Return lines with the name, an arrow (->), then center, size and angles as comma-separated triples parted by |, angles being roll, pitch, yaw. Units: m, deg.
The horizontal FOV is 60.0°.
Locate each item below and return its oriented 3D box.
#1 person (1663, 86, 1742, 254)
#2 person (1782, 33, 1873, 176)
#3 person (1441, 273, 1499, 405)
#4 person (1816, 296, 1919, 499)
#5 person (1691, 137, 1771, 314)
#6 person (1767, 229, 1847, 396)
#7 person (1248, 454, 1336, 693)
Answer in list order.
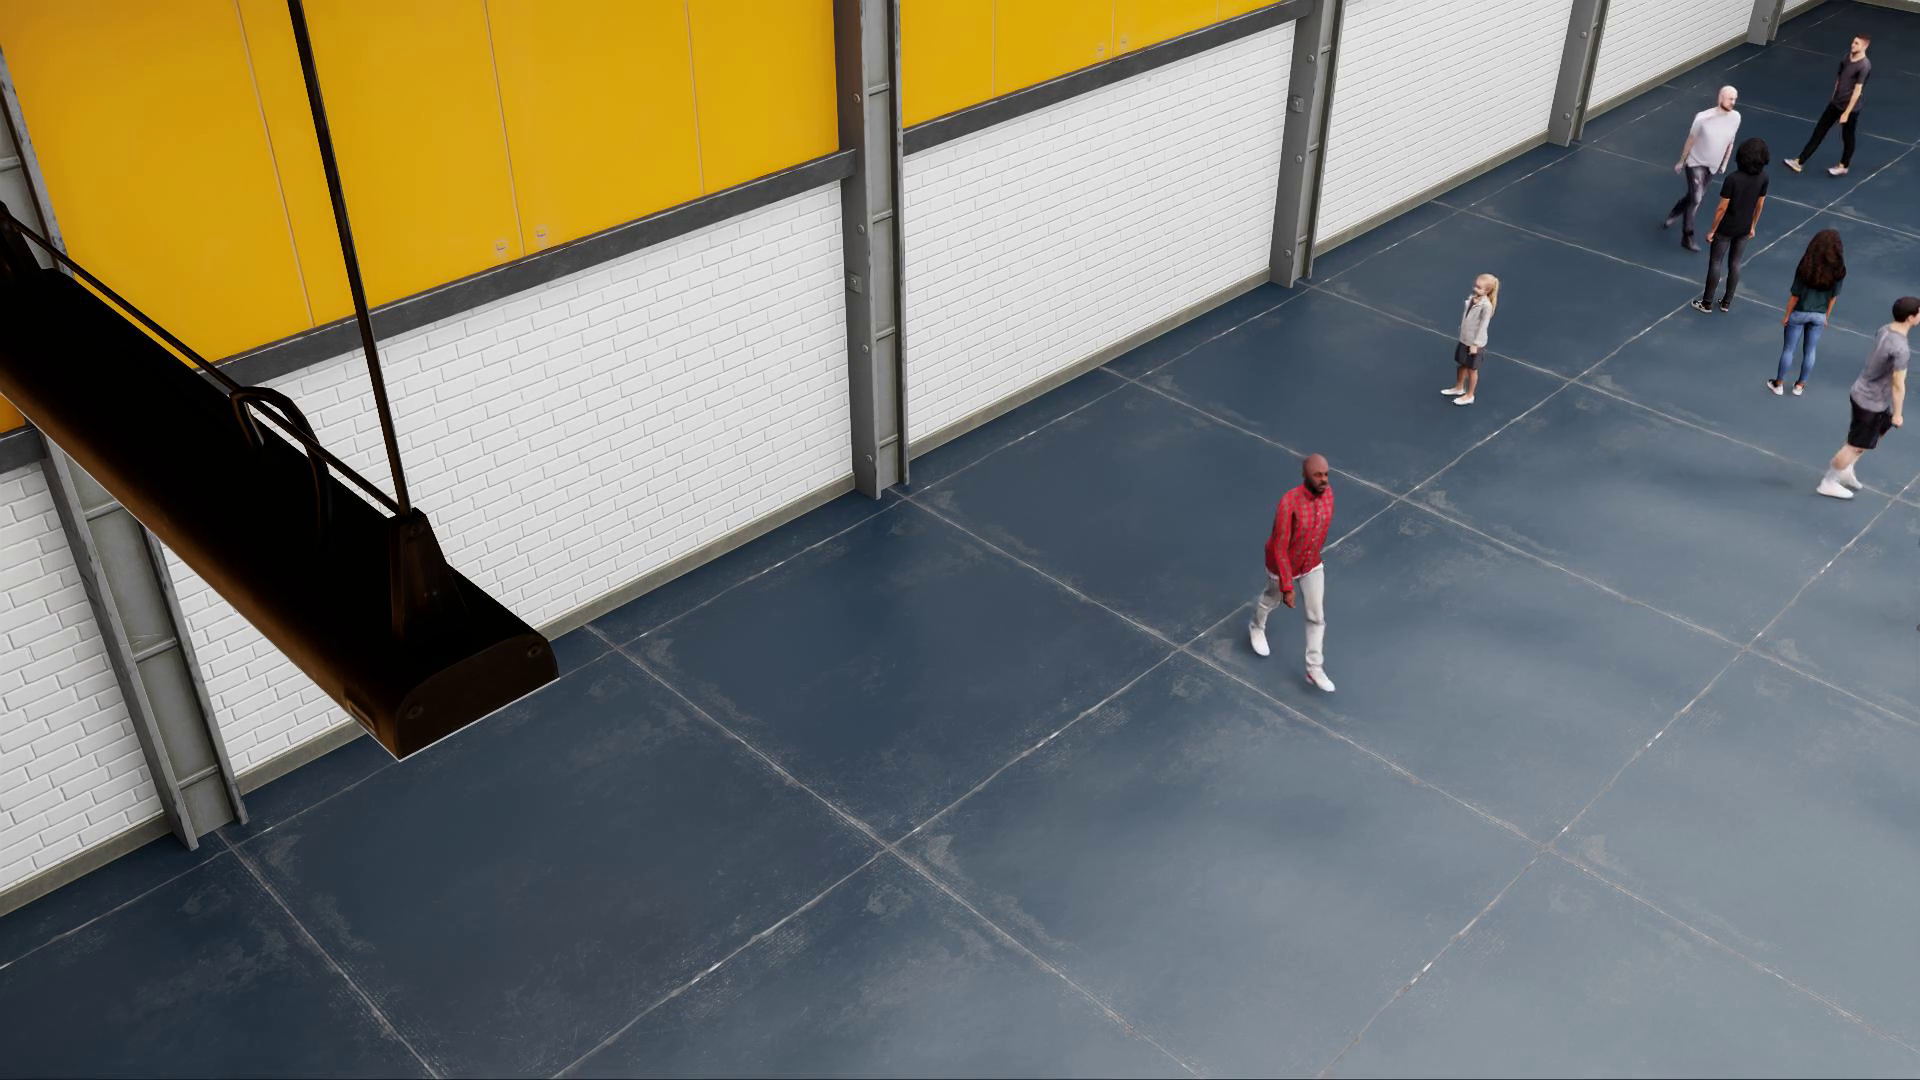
person -> 8.145, -4.150, 18.349 | 1.197, 1.788, 1.173 | -4, 34, -5
person -> 10.695, -5.188, 19.969 | 1.205, 1.722, 1.026 | -8, 34, -12
person -> 4.745, -1.870, 15.382 | 0.643, 1.274, 0.608 | -6, 34, -8
person -> 7.479, -1.183, 13.820 | 0.879, 1.859, 0.801 | 9, 35, 13
person -> 7.844, -3.188, 16.858 | 0.683, 1.835, 0.766 | -3, 34, -4
person -> 7.864, -2.101, 15.422 | 0.704, 1.615, 0.741 | 7, 34, 10
person -> 2.334, 0.140, 11.908 | 1.244, 1.774, 1.082 | -11, 35, -16
